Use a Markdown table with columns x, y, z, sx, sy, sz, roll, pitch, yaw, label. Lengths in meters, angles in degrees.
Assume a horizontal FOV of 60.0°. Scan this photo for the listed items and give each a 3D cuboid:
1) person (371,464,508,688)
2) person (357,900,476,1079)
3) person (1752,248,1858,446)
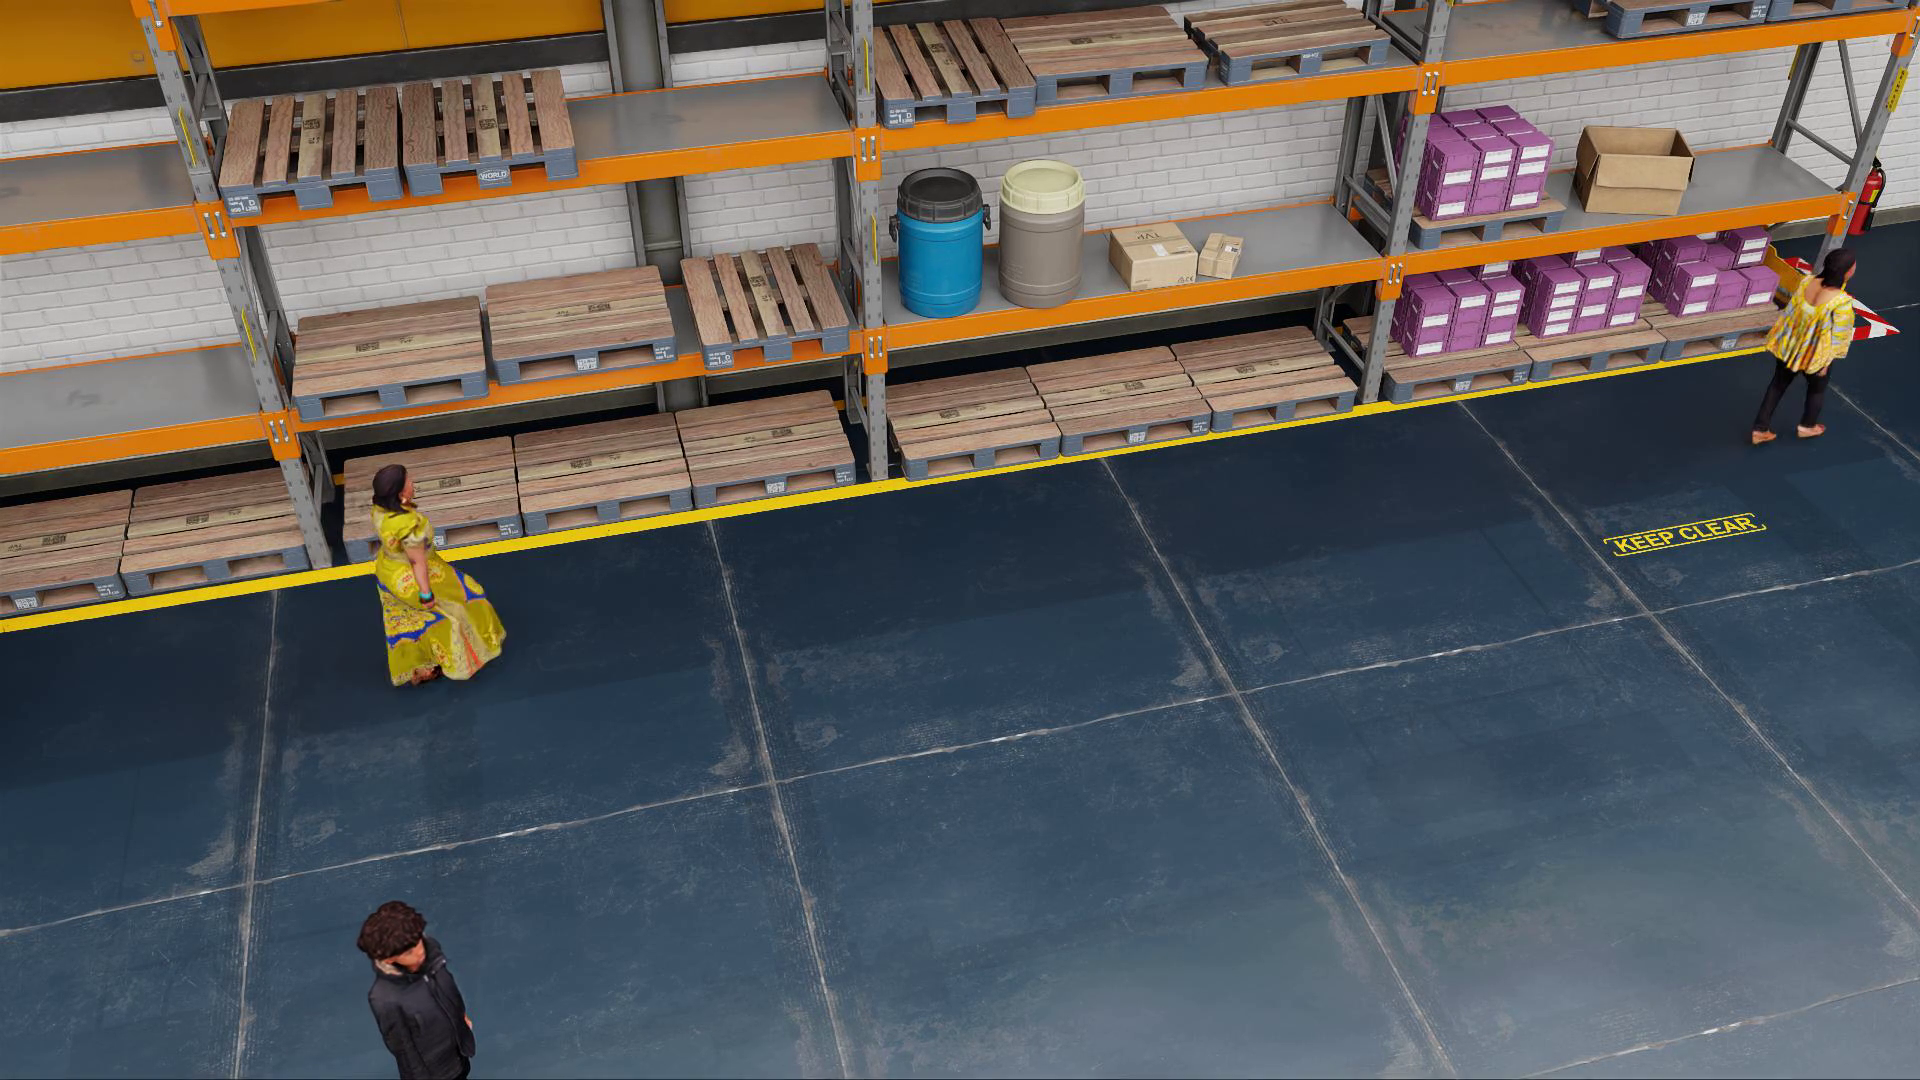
| x | y | z | sx | sy | sz | roll | pitch | yaw | label |
| --- | --- | --- | --- | --- | --- | --- | --- | --- | --- |
| -3.429 | 0.282 | 10.215 | 1.130 | 1.643 | 0.996 | -32 | 48 | -33 | person |
| -2.417 | 2.288 | 7.584 | 0.758 | 1.781 | 0.729 | 9 | 39 | 11 | person |
| 6.193 | -1.380 | 12.295 | 0.909 | 1.634 | 0.762 | -15 | 41 | -18 | person |
